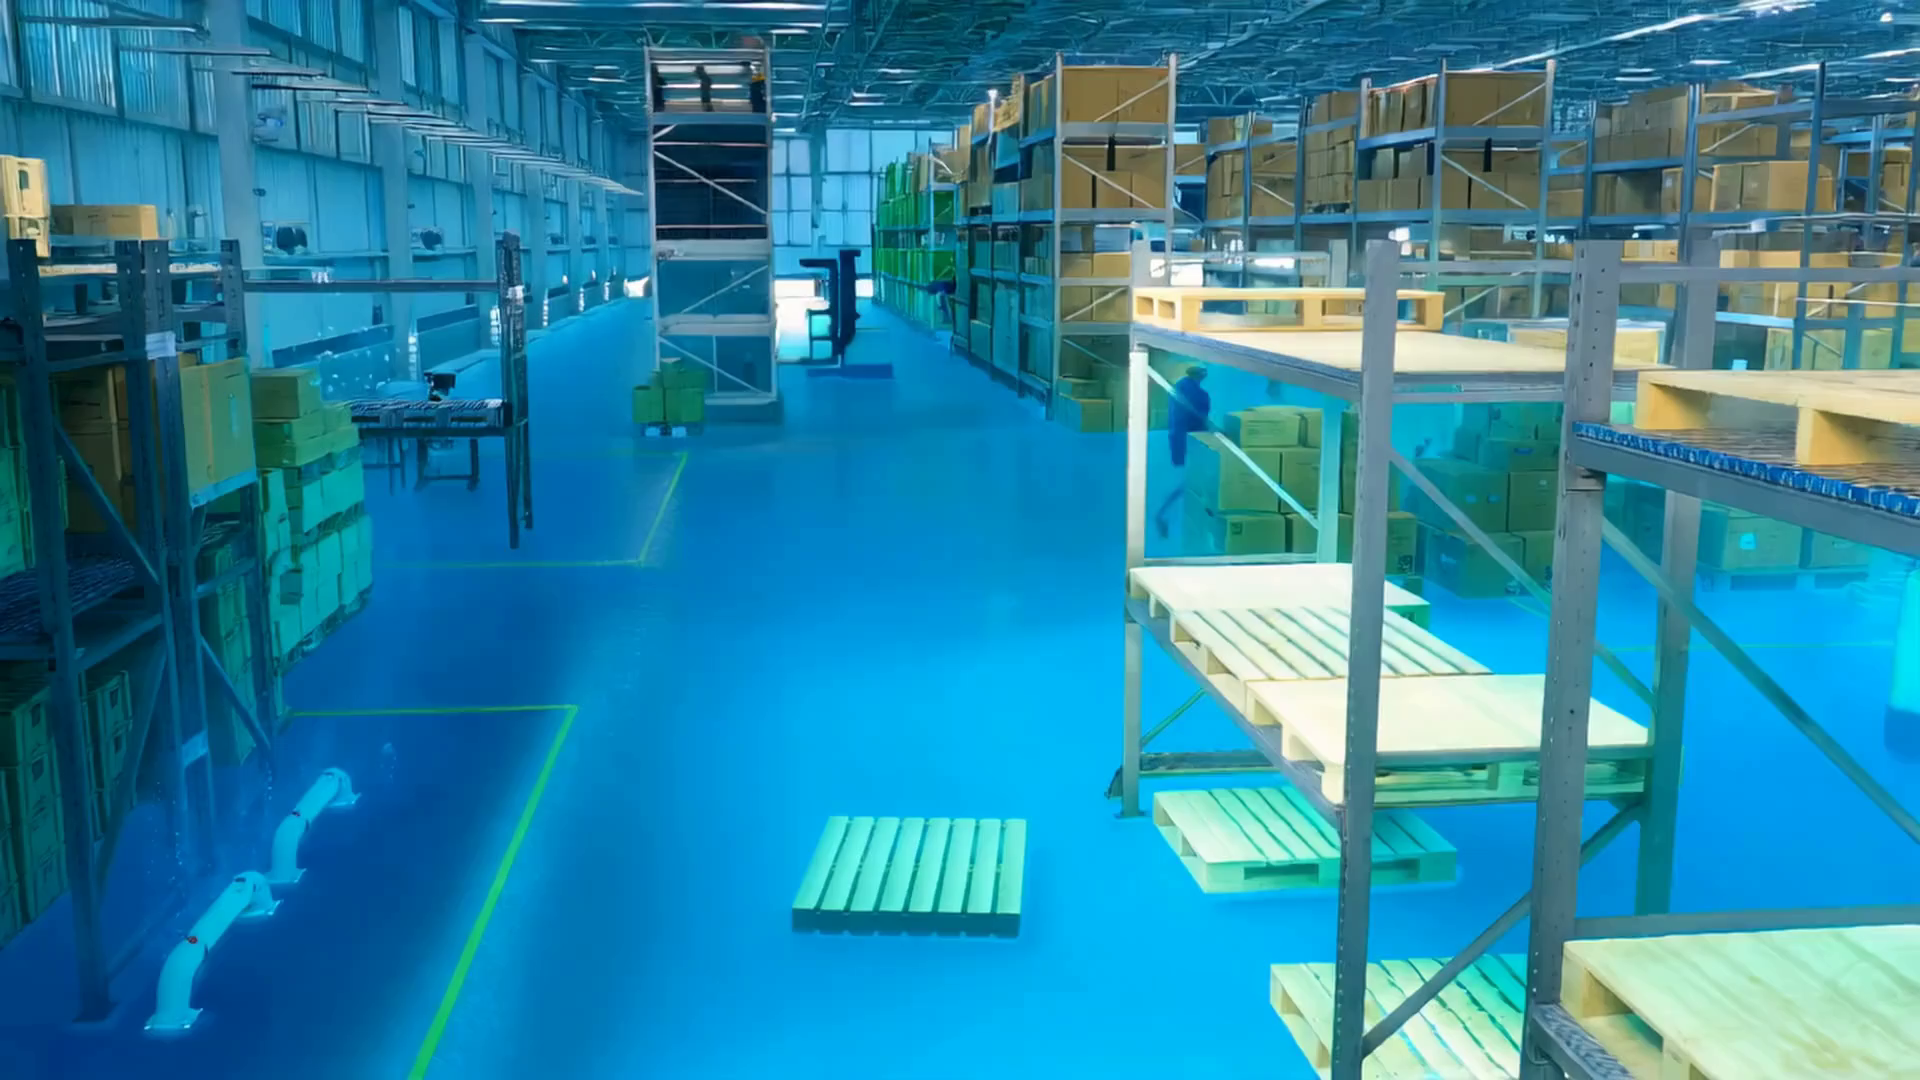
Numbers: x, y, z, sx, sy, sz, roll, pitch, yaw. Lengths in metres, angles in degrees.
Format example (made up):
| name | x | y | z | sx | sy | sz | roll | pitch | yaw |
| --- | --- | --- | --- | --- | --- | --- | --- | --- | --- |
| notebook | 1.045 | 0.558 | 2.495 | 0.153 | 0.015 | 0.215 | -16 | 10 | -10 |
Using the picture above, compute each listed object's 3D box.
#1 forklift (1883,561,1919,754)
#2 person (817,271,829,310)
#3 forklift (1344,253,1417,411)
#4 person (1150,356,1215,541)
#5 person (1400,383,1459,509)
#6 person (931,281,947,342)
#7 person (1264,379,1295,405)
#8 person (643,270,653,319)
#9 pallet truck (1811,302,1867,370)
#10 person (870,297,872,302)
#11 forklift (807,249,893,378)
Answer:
| name | x | y | z | sx | sy | sz | roll | pitch | yaw |
| --- | --- | --- | --- | --- | --- | --- | --- | --- | --- |
| forklift | 6.346 | -0.184 | 9.954 | 1.129 | 2.768 | 1.873 | 7 | 12 | 34 |
| person | -5.903 | -10.742 | 71.729 | 0.505 | 1.705 | 0.868 | 0 | 10 | 1 |
| forklift | 6.623 | -3.107 | 26.150 | 1.129 | 2.768 | 1.873 | -1 | 10 | -3 |
| person | 2.241 | -0.893 | 16.371 | 0.528 | 1.978 | 0.640 | -4 | 11 | -23 |
| person | 5.058 | -1.062 | 17.595 | 0.999 | 1.890 | 0.634 | -5 | 11 | -24 |
| person | -0.621 | -6.751 | 49.272 | 0.457 | 1.825 | 0.571 | -1 | 10 | -7 |
| person | 4.625 | -2.211 | 23.946 | 0.992 | 1.883 | 0.565 | -2 | 11 | -13 |
| person | -12.017 | -9.527 | 64.464 | 0.402 | 1.896 | 0.652 | 8 | 13 | 37 |
| pallet truck | 15.846 | -3.142 | 28.793 | 1.885 | 1.965 | 0.823 | 2 | 10 | 12 |
| person | -3.830 | -12.050 | 78.376 | 0.742 | 1.921 | 0.560 | -1 | 10 | -5 |
| forklift | -2.461 | -5.023 | 36.767 | 1.873 | 2.768 | 1.129 | -1 | 10 | -6 |
